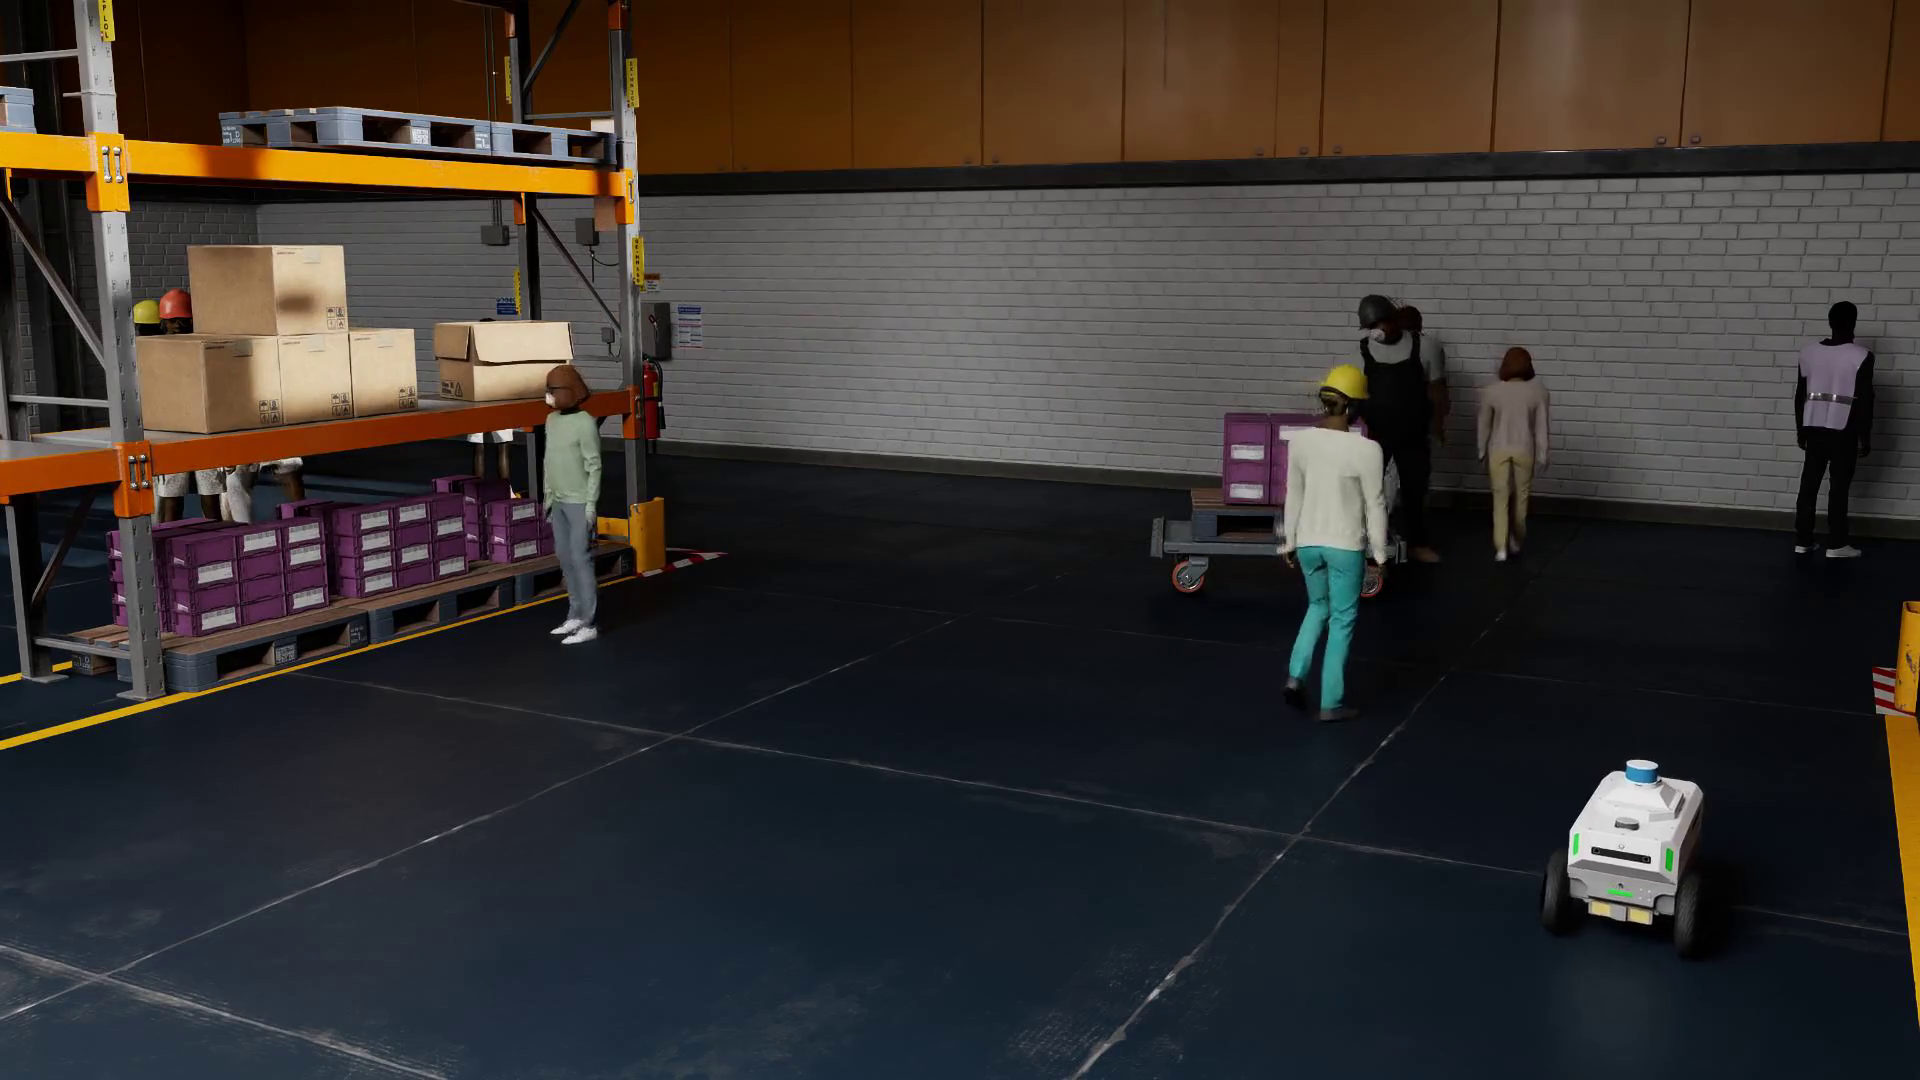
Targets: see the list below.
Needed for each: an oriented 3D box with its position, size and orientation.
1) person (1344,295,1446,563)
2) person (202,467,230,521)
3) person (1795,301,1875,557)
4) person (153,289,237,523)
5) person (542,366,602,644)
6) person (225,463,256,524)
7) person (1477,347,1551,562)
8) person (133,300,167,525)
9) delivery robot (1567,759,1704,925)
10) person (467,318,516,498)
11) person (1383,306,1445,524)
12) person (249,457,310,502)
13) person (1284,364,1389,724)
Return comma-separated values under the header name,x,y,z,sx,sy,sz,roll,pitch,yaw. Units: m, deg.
name,x,y,z,sx,sy,sz,roll,pitch,yaw
person,3.192,-0.824,12.145,0.789,2.000,0.534,2,10,9
person,-5.857,-0.793,13.126,0.307,1.639,0.525,-1,10,-6
person,6.564,-0.828,12.513,0.387,1.921,0.594,-6,11,-30
person,-5.106,-0.631,11.022,0.608,2.044,0.371,-5,11,-25
person,-2.285,-0.204,9.781,0.360,1.633,0.520,-9,14,-44
person,-5.276,-0.734,12.104,0.386,1.879,0.600,-7,12,-34
person,4.111,-0.641,12.388,0.497,1.587,0.838,3,10,14
person,-6.060,-0.834,12.526,0.371,1.929,0.585,-8,13,-40
delivery robot,2.305,0.990,5.656,0.477,0.478,0.707,6,12,30
person,-4.258,-1.159,15.075,0.540,1.697,0.316,2,10,11
person,3.752,-1.041,13.999,0.622,1.838,0.429,2,10,13
person,-5.253,-0.854,12.749,0.559,1.901,0.864,4,11,23
person,1.827,0.026,8.059,0.356,1.754,0.539,-9,13,-42
